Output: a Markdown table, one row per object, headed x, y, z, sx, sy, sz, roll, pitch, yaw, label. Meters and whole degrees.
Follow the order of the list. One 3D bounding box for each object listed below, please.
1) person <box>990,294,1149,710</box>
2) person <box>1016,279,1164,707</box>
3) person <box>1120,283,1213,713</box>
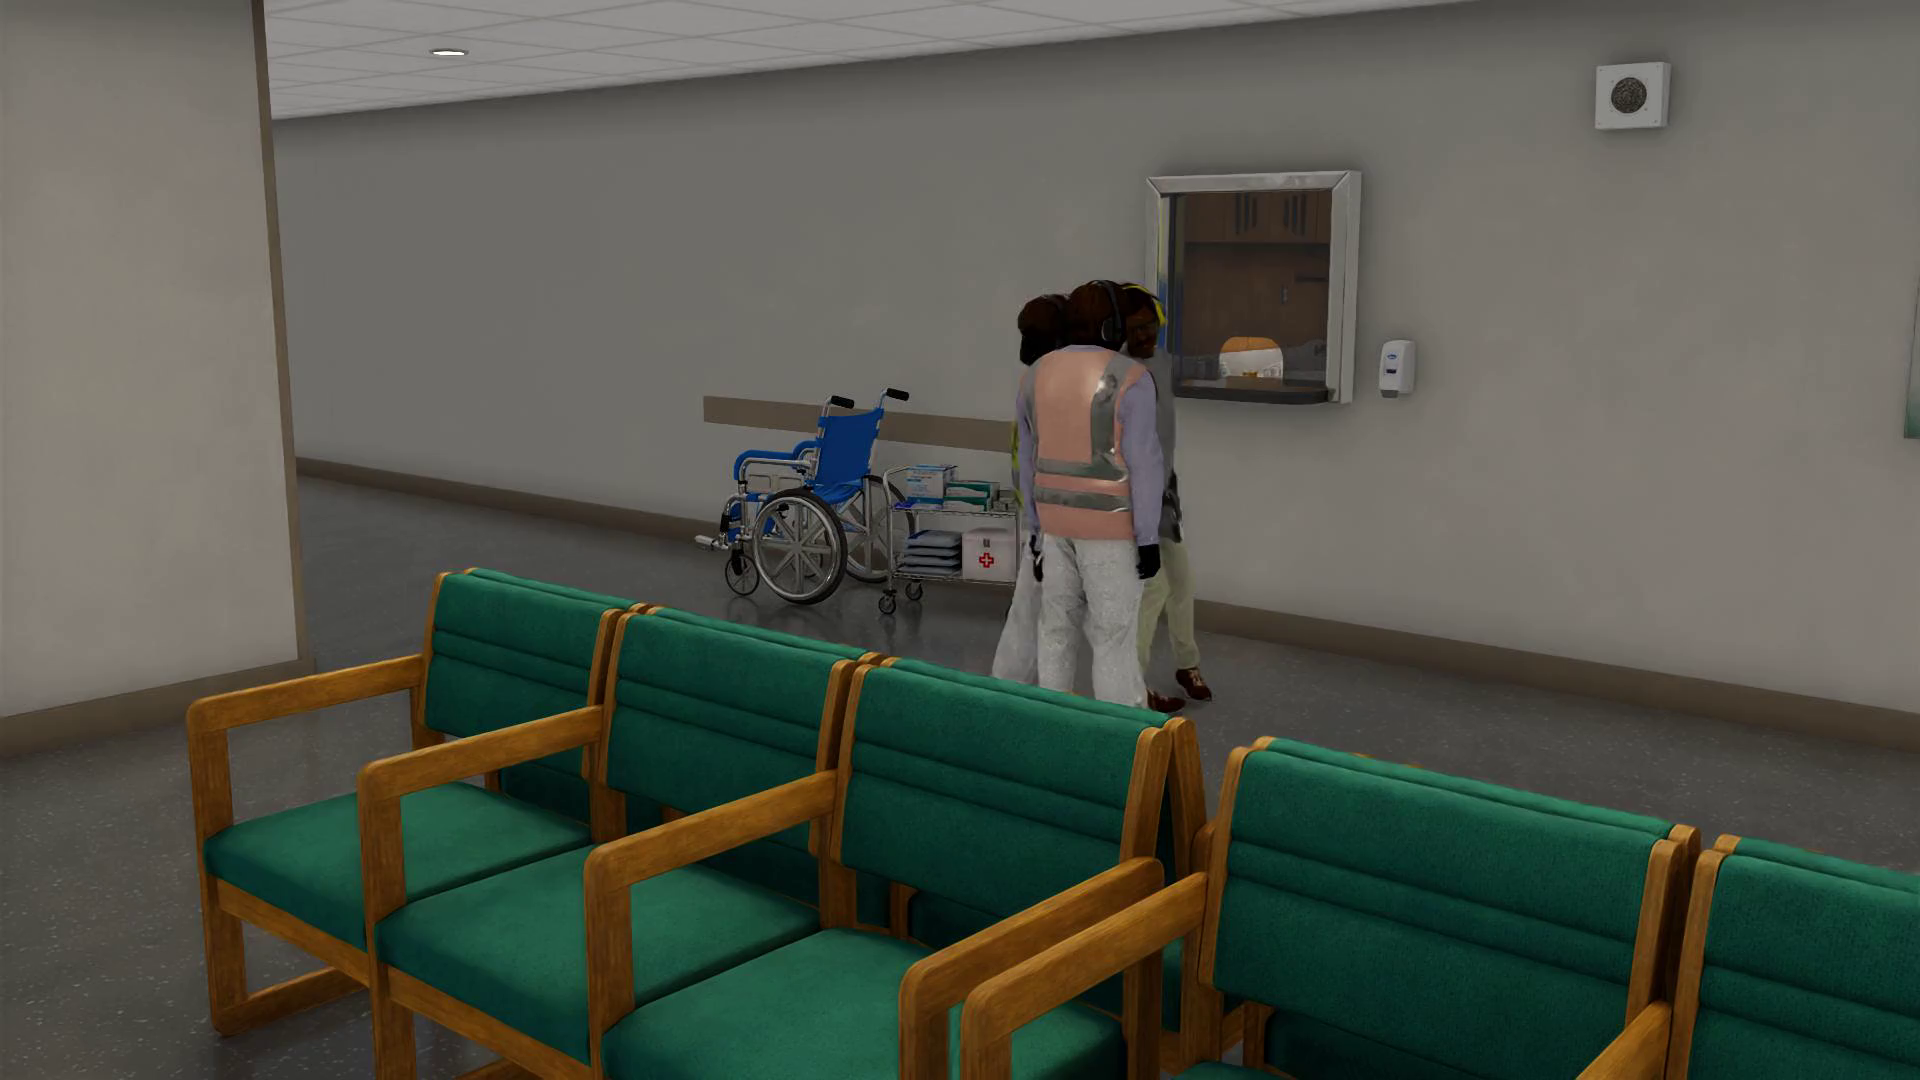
| x | y | z | sx | sy | sz | roll | pitch | yaw | label |
| --- | --- | --- | --- | --- | --- | --- | --- | --- | --- |
| 0.353 | -0.060 | 6.500 | 0.906 | 1.781 | 0.693 | -1 | 10 | -7 | person |
| 0.503 | -0.039 | 6.205 | 0.624 | 1.845 | 0.430 | 10 | 14 | 44 | person |
| 0.834 | -0.168 | 7.035 | 0.391 | 1.820 | 0.638 | 6 | 12 | 32 | person |
